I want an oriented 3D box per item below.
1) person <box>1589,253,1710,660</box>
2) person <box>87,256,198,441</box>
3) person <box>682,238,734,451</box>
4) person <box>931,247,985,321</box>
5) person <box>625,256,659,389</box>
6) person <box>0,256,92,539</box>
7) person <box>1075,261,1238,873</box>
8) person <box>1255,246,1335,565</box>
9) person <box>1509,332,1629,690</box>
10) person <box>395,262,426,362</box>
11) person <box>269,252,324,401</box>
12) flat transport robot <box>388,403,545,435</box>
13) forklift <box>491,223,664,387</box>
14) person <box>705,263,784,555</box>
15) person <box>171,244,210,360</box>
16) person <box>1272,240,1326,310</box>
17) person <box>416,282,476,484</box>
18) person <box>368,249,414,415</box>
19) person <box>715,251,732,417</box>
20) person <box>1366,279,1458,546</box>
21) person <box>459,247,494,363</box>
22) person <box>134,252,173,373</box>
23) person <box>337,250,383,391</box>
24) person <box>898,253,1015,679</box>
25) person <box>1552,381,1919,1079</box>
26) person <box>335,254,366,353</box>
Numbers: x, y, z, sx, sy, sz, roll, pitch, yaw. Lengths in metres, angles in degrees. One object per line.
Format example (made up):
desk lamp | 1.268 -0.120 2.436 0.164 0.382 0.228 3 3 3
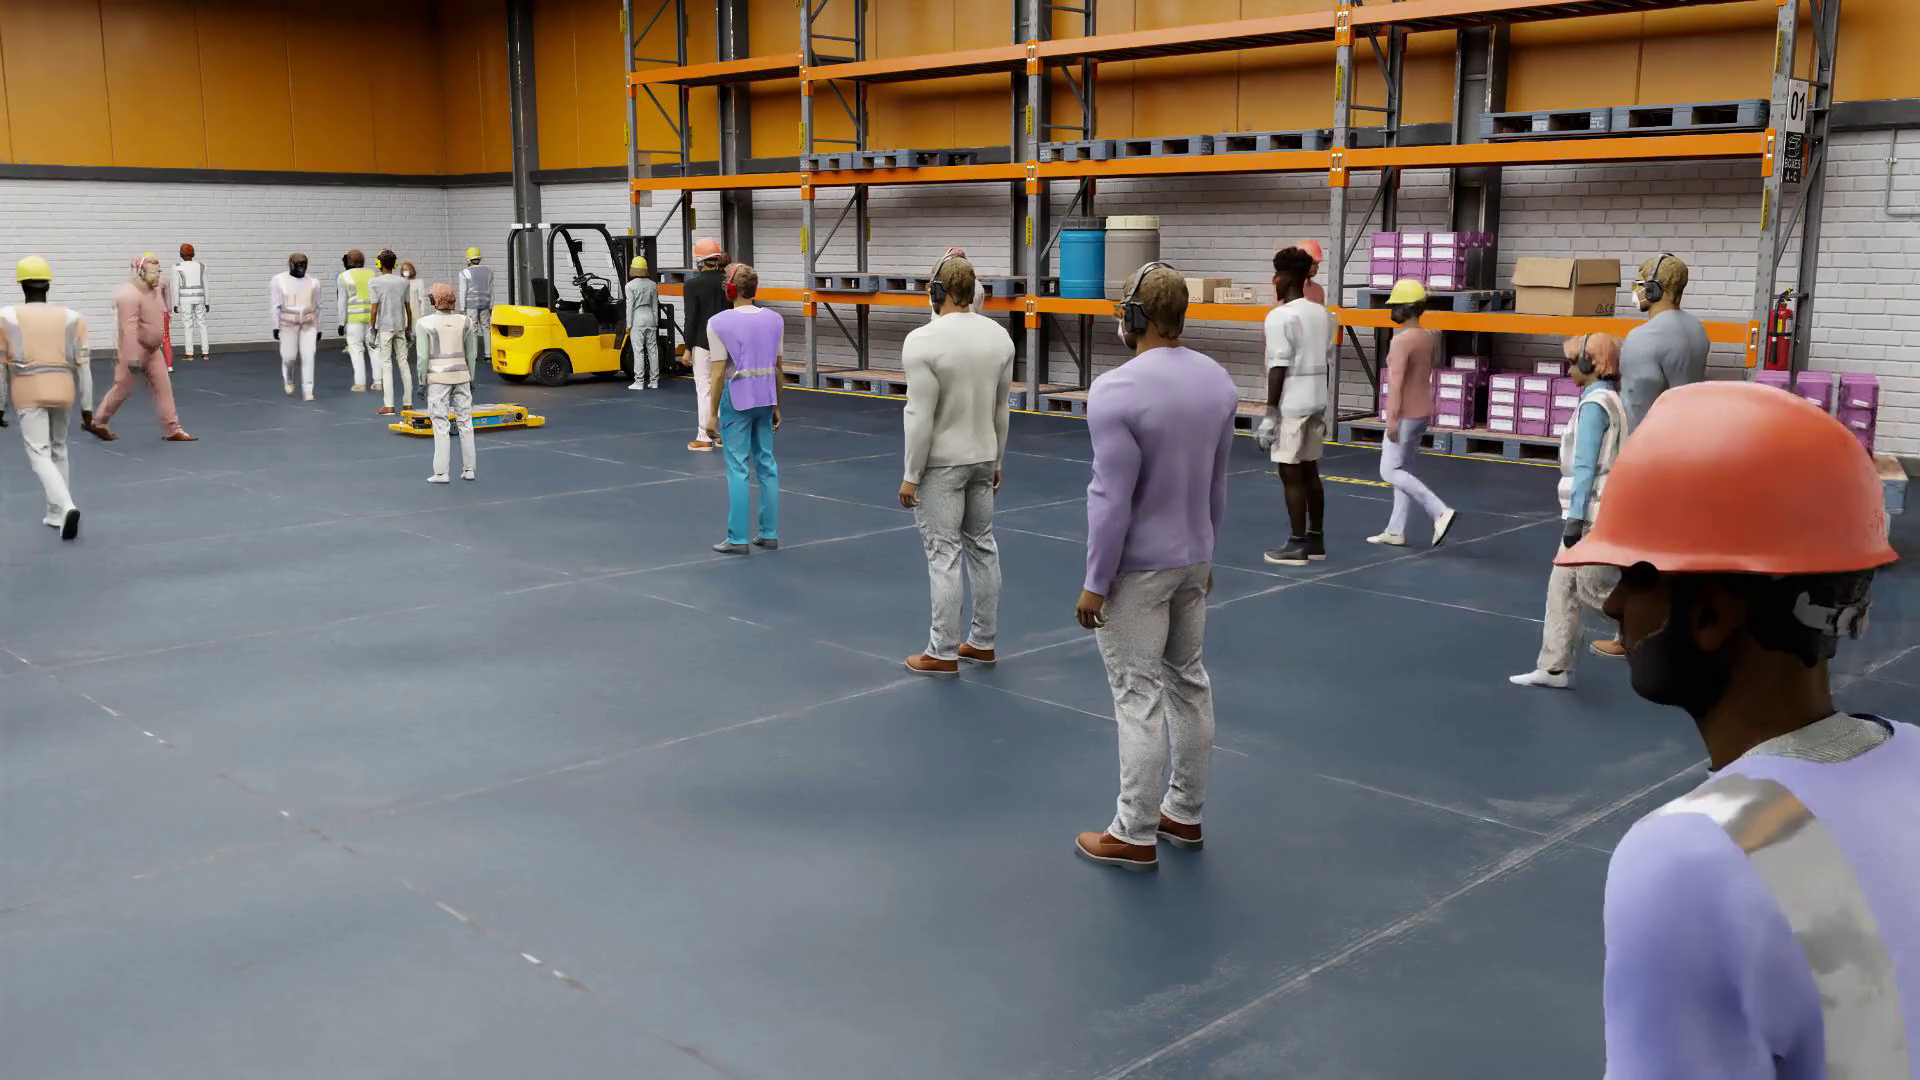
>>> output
person | 3.297 -0.385 7.926 0.631 1.939 0.370 -10 14 -44
person | -8.111 -1.859 16.285 1.022 1.836 0.650 1 10 4
person | -2.349 -1.835 15.670 0.614 1.997 0.374 -10 14 -44
person | -0.066 -1.875 16.135 0.644 1.908 0.408 -10 14 -44
person | -4.204 -2.862 21.956 0.488 1.746 0.287 -10 14 -44
person | -6.156 -0.965 11.223 0.899 1.894 0.580 10 14 43
person | 0.613 0.091 5.326 0.631 1.939 0.370 -10 14 -44
person | 2.061 -0.817 10.273 0.424 1.950 0.642 10 14 43
person | 2.849 -0.100 7.277 0.687 1.612 0.527 4 11 21
person | -8.694 -3.584 26.298 0.522 1.581 0.843 1 10 3
person | -8.155 -2.626 20.470 0.634 1.818 0.628 -7 12 -32
flat transport robot | -5.111 -1.264 17.264 1.431 0.197 0.652 -10 14 -44
forklift | -5.316 -3.263 22.920 2.313 2.155 1.214 -10 14 -44
person | -1.354 -0.828 10.577 0.566 1.849 0.387 -10 14 -44
person | -12.476 -3.857 27.001 0.577 1.884 0.353 -10 14 -44
person | 3.022 -1.658 14.749 0.638 1.977 0.442 -8 13 -36
person | -4.191 -1.277 13.604 0.517 1.641 0.308 -10 14 -44
person | -6.451 -2.353 18.841 0.520 1.871 0.326 -10 14 -44
person | -2.655 -2.301 18.634 0.626 1.844 0.429 -10 14 -44
person | 2.924 -0.791 10.657 0.581 1.753 0.532 8 13 39
person | -7.667 -3.716 26.366 0.594 1.836 0.404 -10 14 -44
person | -11.848 -3.329 24.438 0.527 1.772 0.305 -10 14 -44
person | -7.809 -2.846 21.687 0.436 1.826 0.641 9 14 40
person | -0.027 -0.332 7.635 0.631 1.939 0.370 -10 14 -44
person | 0.784 0.794 1.658 0.918 1.878 0.549 10 14 44
person | -10.463 -4.054 28.590 0.537 1.696 0.318 -10 14 -44
